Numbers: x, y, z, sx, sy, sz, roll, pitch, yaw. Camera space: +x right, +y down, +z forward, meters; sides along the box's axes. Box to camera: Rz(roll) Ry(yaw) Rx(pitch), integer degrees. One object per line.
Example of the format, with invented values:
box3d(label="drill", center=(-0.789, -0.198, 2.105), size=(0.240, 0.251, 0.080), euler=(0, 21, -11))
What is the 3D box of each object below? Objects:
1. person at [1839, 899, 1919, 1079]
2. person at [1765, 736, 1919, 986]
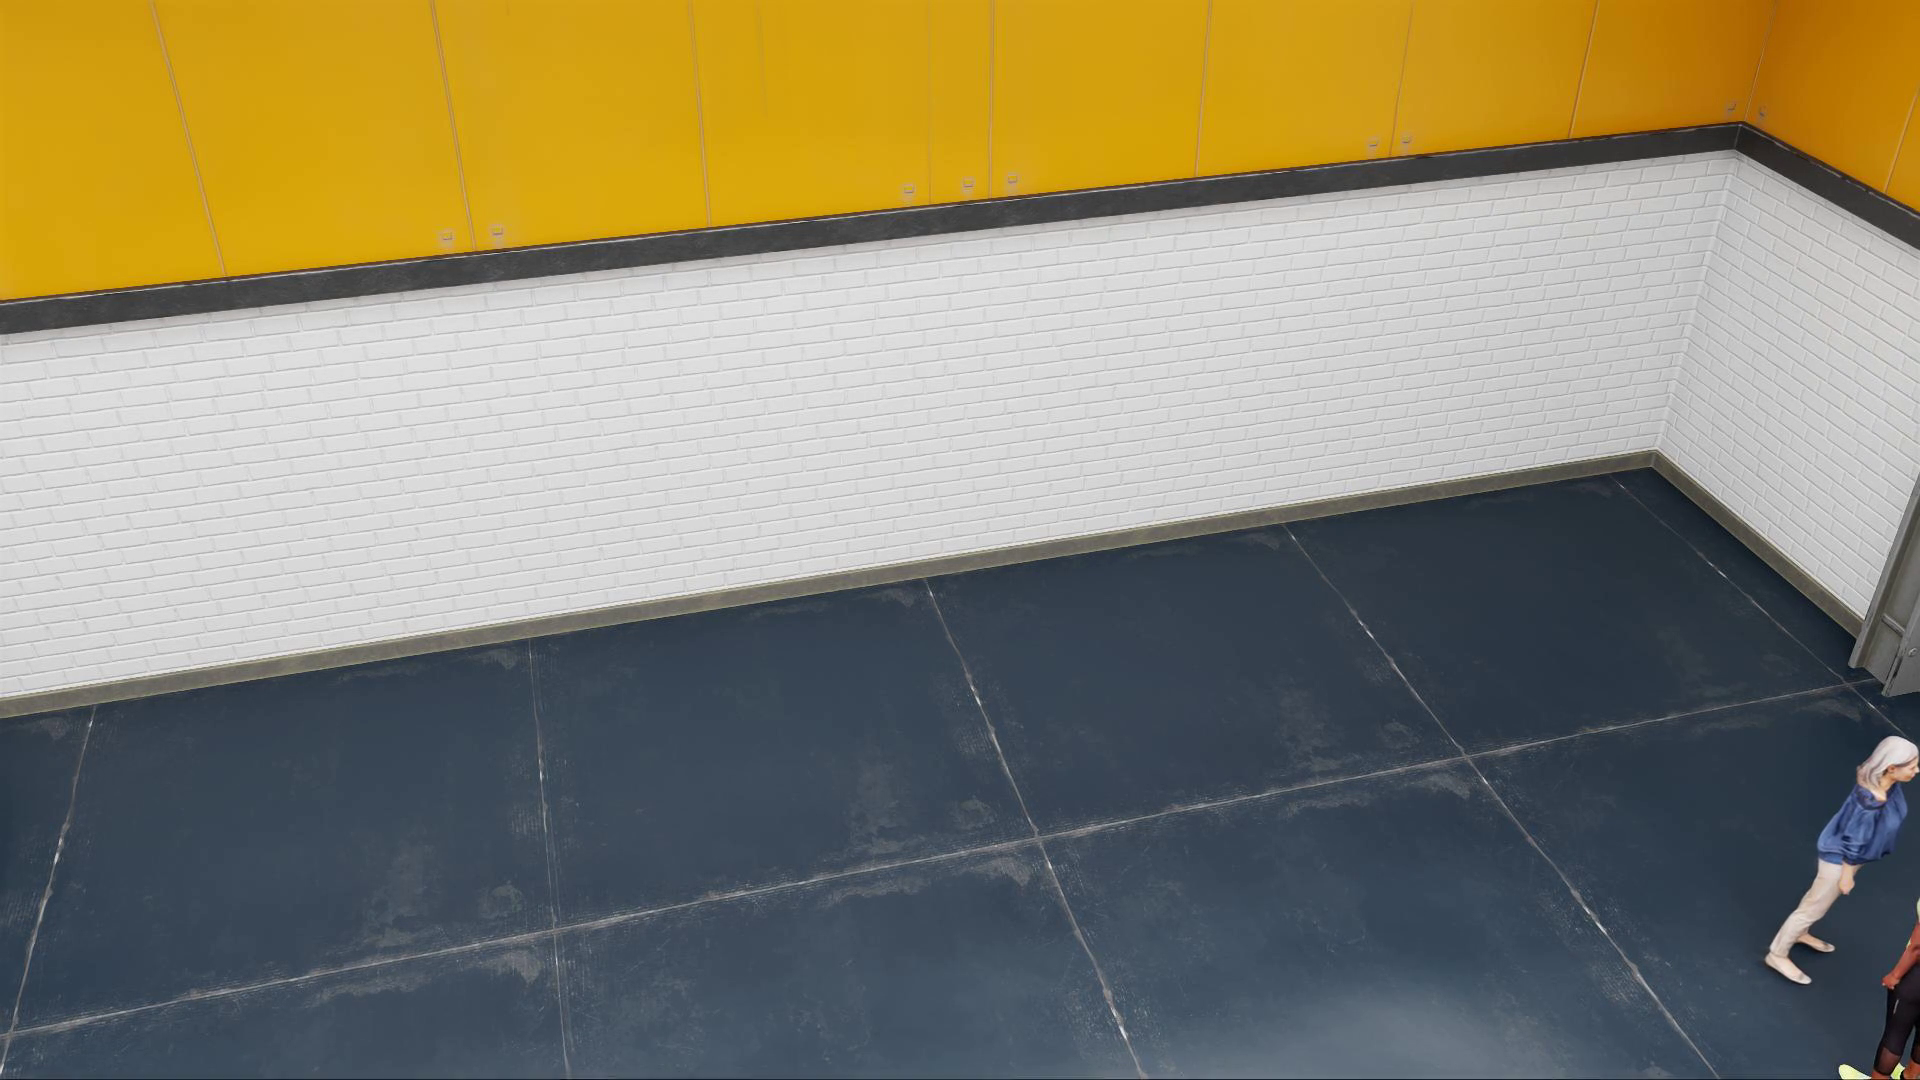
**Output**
box3d(label="person", center=(4.913, 2.201, 8.418), size=(0.563, 1.754, 0.501), euler=(-7, 34, -10))
box3d(label="person", center=(4.873, 1.737, 9.172), size=(0.761, 1.690, 0.731), euler=(27, 42, 34))
